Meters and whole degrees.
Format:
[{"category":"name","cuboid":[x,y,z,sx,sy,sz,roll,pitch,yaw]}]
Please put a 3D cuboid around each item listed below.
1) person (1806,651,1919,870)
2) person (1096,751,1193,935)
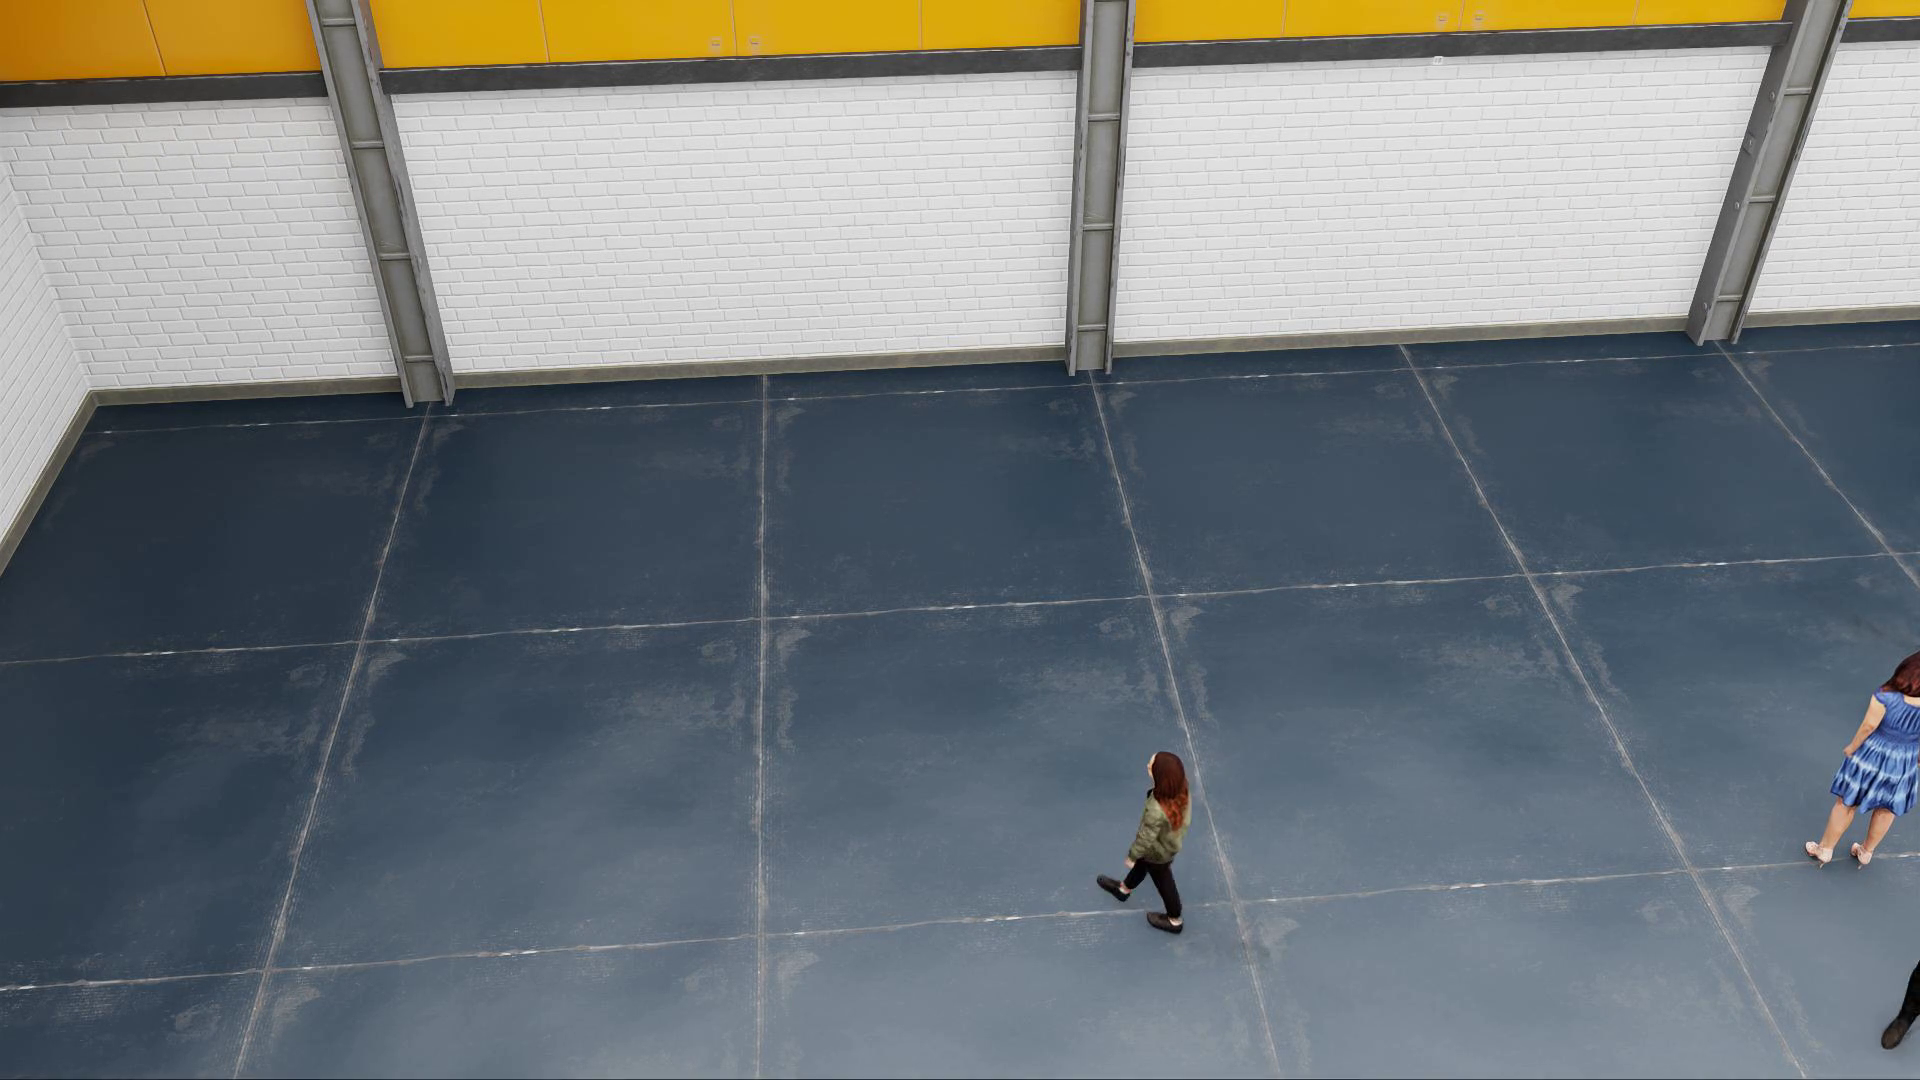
[{"category":"person","cuboid":[5.699,1.372,10.274,0.588,1.806,0.776,5,39,6]},{"category":"person","cuboid":[1.269,1.843,9.964,0.963,1.456,0.845,17,42,20]}]
